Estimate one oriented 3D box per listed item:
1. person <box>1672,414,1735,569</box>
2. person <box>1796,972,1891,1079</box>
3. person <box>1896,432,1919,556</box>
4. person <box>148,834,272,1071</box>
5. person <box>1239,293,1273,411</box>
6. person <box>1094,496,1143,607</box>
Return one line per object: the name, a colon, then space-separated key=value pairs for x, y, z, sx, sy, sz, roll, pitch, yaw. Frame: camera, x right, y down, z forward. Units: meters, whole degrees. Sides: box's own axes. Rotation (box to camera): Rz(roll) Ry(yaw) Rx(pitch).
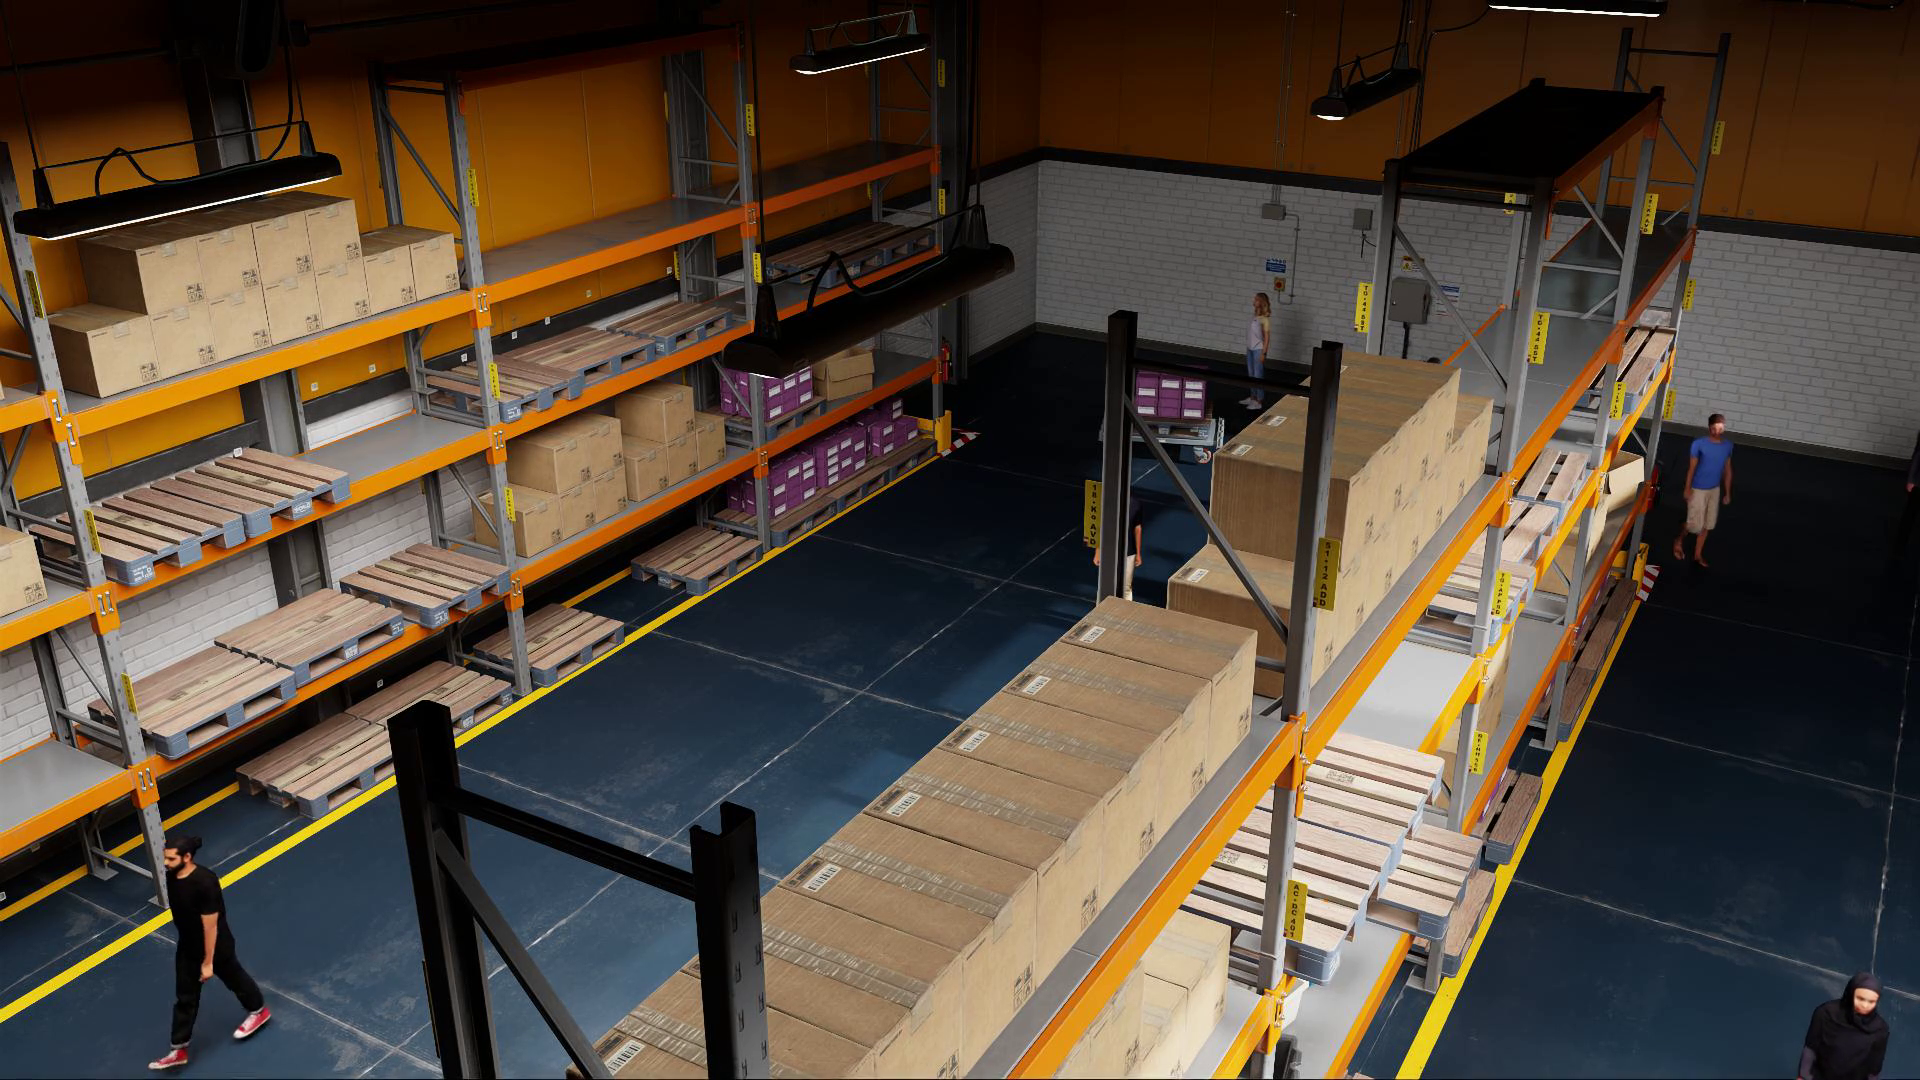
person: x=8.434 y=-0.610 z=18.980 sx=0.833 sy=1.853 sz=0.893 roll=-6 pitch=24 yaw=-14
person: x=5.434 y=3.312 z=10.323 sx=0.613 sy=1.601 sz=0.814 roll=11 pitch=26 yaw=24
person: x=11.220 y=-0.686 z=19.180 sx=0.751 sy=1.832 sz=0.646 roll=8 pitch=25 yaw=18
person: x=-5.116 y=2.753 z=11.456 sx=0.691 sy=1.717 sz=1.116 roll=10 pitch=26 yaw=23
person: x=4.301 y=-2.734 z=24.001 sx=0.759 sy=1.723 sz=0.705 roll=-6 pitch=24 yaw=-14
person: x=1.642 y=0.134 z=17.273 sx=0.724 sy=1.857 sz=0.716 roll=-1 pitch=24 yaw=-1
